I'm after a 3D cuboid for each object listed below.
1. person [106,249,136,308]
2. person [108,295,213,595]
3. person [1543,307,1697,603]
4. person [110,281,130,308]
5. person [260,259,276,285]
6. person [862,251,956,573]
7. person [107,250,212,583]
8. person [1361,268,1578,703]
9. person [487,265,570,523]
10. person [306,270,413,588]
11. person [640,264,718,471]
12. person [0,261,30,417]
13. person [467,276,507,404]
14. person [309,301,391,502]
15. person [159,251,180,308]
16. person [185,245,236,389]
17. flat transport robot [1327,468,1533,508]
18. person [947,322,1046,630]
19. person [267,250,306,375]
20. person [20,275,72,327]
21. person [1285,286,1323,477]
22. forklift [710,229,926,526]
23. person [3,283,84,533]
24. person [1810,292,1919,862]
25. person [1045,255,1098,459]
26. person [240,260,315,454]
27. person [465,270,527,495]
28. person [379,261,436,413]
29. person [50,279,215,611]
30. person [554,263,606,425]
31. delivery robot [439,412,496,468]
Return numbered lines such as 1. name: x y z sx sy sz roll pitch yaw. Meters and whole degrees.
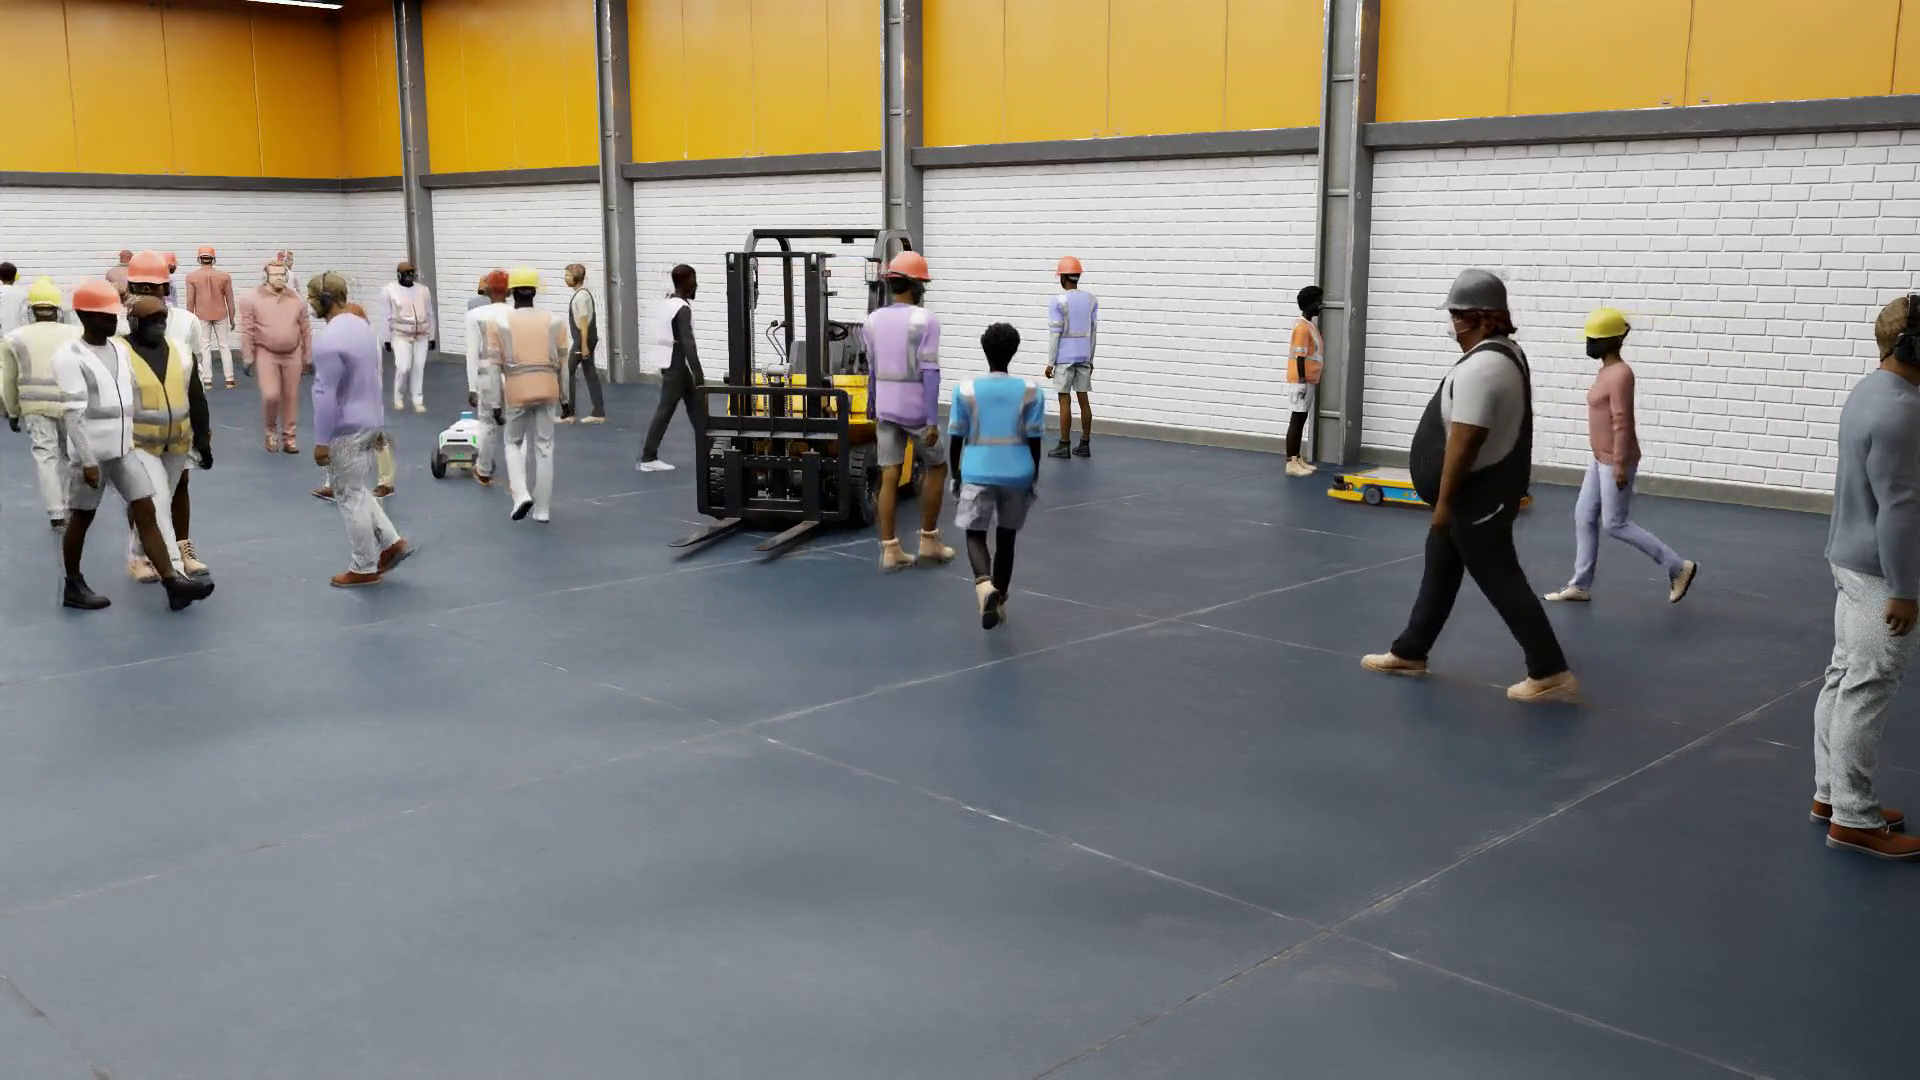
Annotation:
1. person: -13.538 -3.779 27.146 0.641 1.903 0.402 -3 11 -18
2. person: -4.869 -0.572 10.010 0.955 1.797 0.643 7 12 33
3. person: 3.811 -0.462 9.508 0.711 1.735 0.558 2 11 10
4. person: -8.943 -1.930 17.760 0.310 1.642 0.514 -9 14 -40
5. person: -10.641 -3.477 25.886 0.520 1.758 0.344 5 11 23
6. person: -0.290 -0.821 10.644 0.621 2.020 0.735 7 13 35
7. person: -4.945 -0.760 10.291 0.396 2.038 0.611 10 14 43
8. person: 2.430 -0.284 7.694 1.024 2.000 0.698 5 12 27
9. person: -3.188 -1.071 12.337 0.599 1.912 0.418 -4 11 -22
10. person: -3.686 -0.649 9.998 0.419 1.922 0.640 0 10 2
11. person: -2.481 -1.562 15.140 1.002 1.862 0.624 -3 11 -18
12. person: -11.274 -2.384 19.722 0.534 1.841 0.893 -5 11 -25
13. person: -5.964 -2.529 21.073 0.494 1.624 0.280 -3 11 -17
14. person: -4.861 -1.089 13.266 0.523 1.592 0.801 4 11 21
15. person: -11.257 -3.112 23.459 0.551 1.915 0.598 8 13 38
16. person: -10.456 -3.110 23.226 0.618 1.993 0.396 -6 12 -28
17. flat transport robot: 3.711 -0.401 13.161 1.431 0.197 0.652 9 14 40
18. person: 0.201 -0.328 8.942 0.532 1.675 0.678 -1 10 -3
19. person: -10.298 -3.477 25.492 0.639 1.902 0.406 8 13 38
20. person: -9.989 -2.044 18.225 0.487 1.700 0.911 -4 11 -19
21. person: 3.067 -1.413 14.809 0.319 1.691 0.535 3 11 18
22. forklift: -1.050 -1.319 12.920 1.214 2.155 2.313 2 11 13
23. person: -6.640 -0.980 12.181 0.617 1.781 0.914 -5 12 -26
24. person: 3.207 0.120 5.769 0.372 1.940 0.632 3 11 18
25. person: 1.055 -1.747 15.944 0.543 1.940 0.360 -6 12 -30
26. person: -6.632 -1.778 16.233 0.676 1.890 0.431 -8 13 -38
27. person: -3.822 -1.305 13.804 0.584 1.836 0.974 -5 12 -27
28. person: -6.624 -2.438 20.033 0.627 1.830 0.437 -9 14 -42
29. person: -4.747 -0.509 9.338 0.992 1.880 0.571 3 11 16
30. person: -4.361 -2.193 18.704 0.764 1.815 0.525 -1 10 -6
31. delivery robot: -4.392 -0.900 14.852 0.477 0.478 0.707 0 10 -1
